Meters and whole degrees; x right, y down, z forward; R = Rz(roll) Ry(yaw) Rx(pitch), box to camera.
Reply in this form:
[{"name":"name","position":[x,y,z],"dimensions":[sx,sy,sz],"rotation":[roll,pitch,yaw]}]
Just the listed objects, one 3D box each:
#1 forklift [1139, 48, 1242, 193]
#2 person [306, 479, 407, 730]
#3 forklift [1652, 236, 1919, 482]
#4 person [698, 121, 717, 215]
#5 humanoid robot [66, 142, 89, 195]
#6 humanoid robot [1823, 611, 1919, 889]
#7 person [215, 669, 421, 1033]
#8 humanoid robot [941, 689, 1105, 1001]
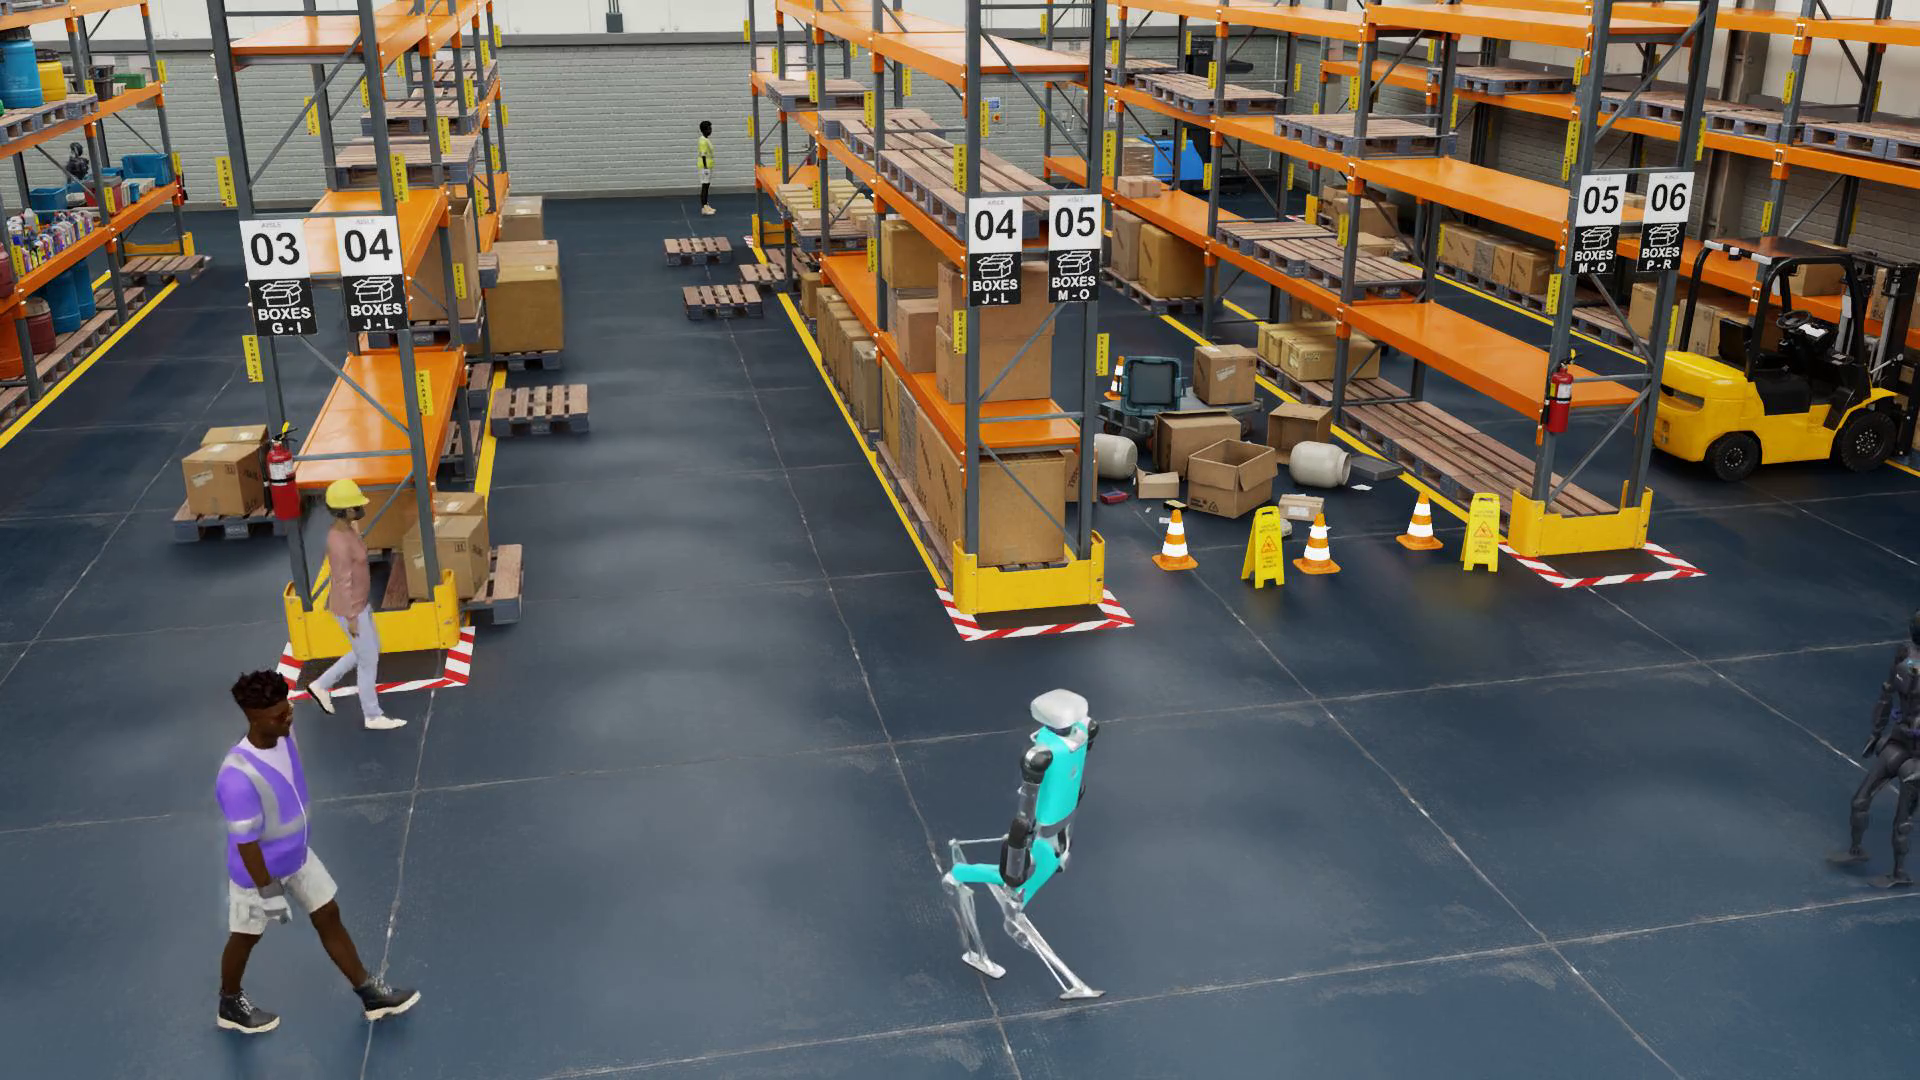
[{"name":"forklift","position":[4.566,-8.313,32.860],"dimensions":[1.873,2.768,1.129],"rotation":[-4,21,-12]},{"name":"person","position":[-4.037,0.437,10.904],"dimensions":[0.537,1.753,0.527],"rotation":[-4,21,-12]},{"name":"forklift","position":[8.013,-1.814,16.330],"dimensions":[2.313,2.155,1.214],"rotation":[-4,21,-12]},{"name":"person","position":[-4.659,-6.852,30.594],"dimensions":[0.319,1.698,0.538],"rotation":[0,20,0]},{"name":"humanoid robot","position":[-14.754,-5.842,27.935],"dimensions":[0.646,1.629,0.610],"rotation":[3,21,9]},{"name":"humanoid robot","position":[5.155,1.150,9.081],"dimensions":[0.384,1.656,0.610],"rotation":[-2,20,-4]},{"name":"person","position":[-3.176,1.494,7.827],"dimensions":[1.008,1.905,0.617],"rotation":[3,21,7]},{"name":"humanoid robot","position":[0.264,1.482,8.110],"dimensions":[1.014,1.720,0.536],"rotation":[14,25,34]}]
